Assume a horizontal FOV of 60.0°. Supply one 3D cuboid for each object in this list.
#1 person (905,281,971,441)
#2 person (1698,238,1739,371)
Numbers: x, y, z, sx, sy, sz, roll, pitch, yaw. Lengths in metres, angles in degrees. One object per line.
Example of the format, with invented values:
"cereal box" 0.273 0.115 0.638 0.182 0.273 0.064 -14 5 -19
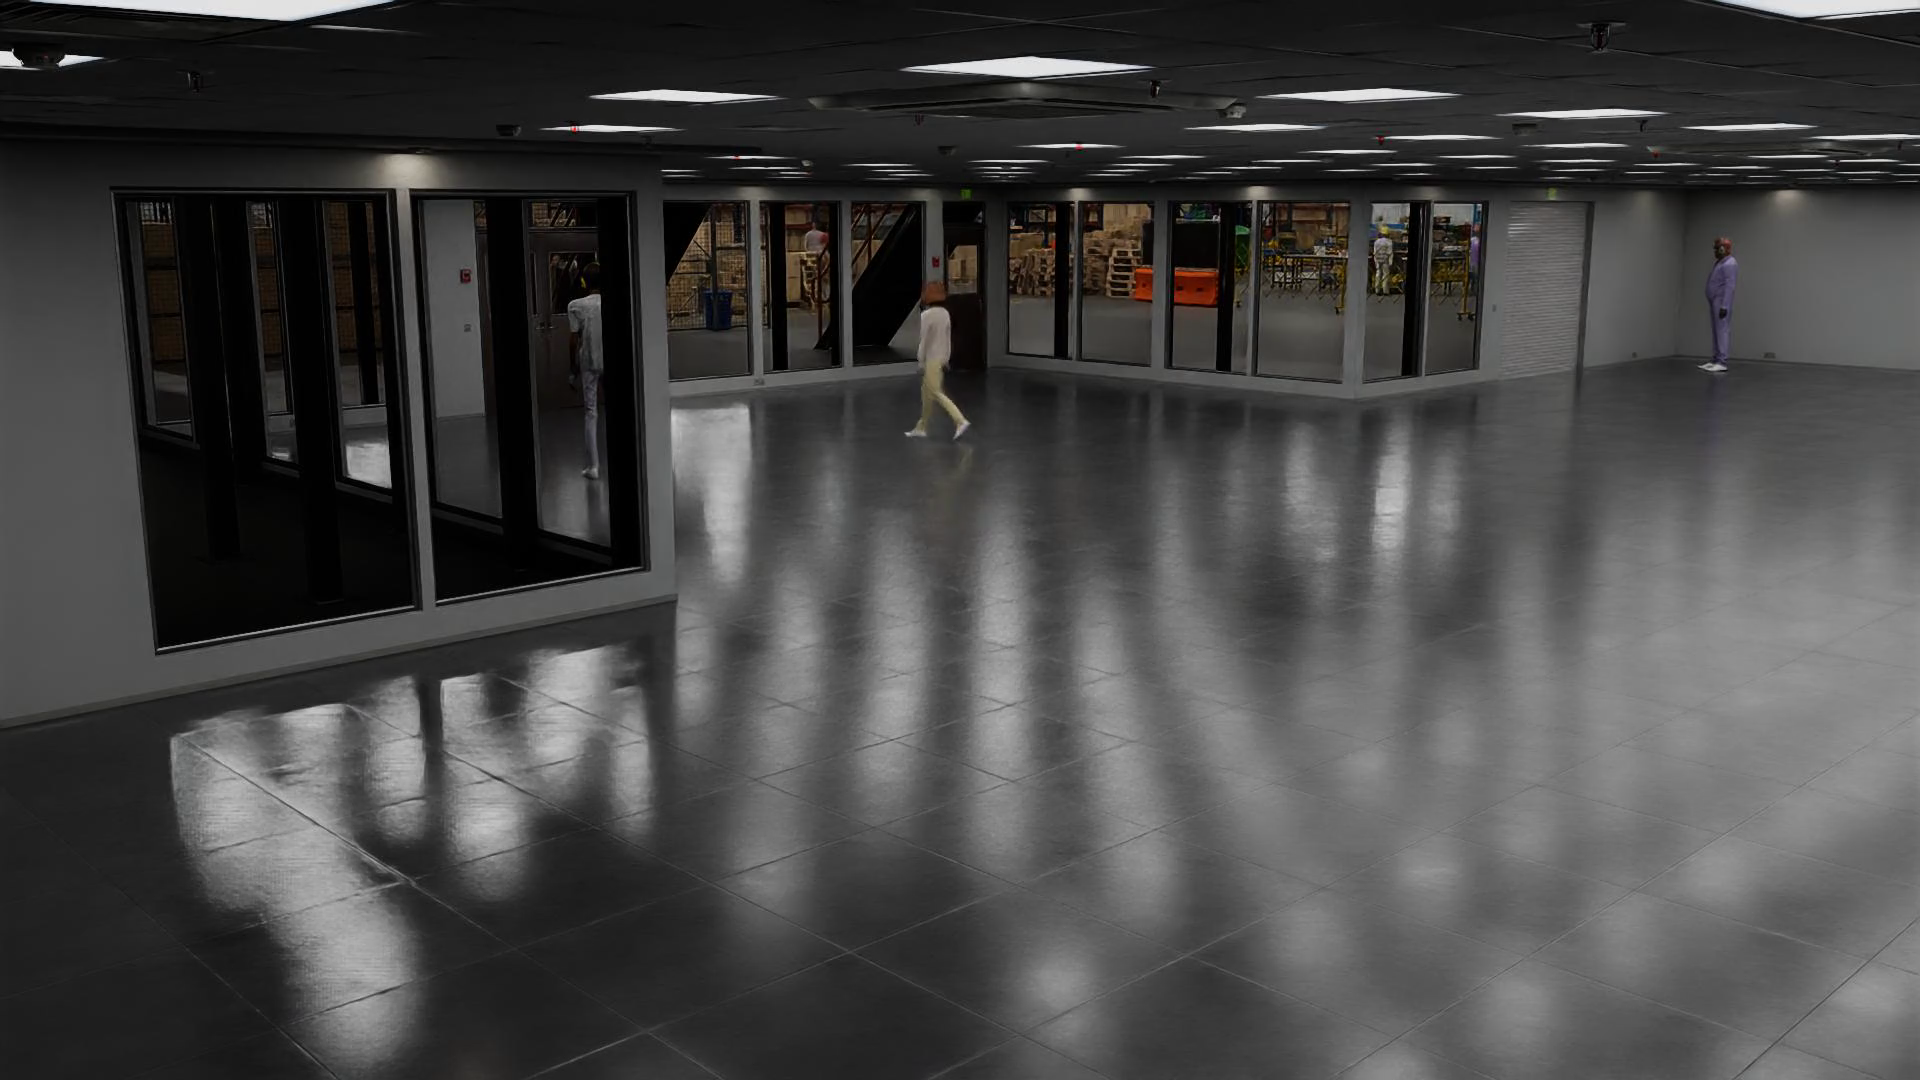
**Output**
"person" -0.221 -1.805 16.762 0.756 1.604 0.507 6 13 27
"person" 10.891 -3.372 23.872 0.403 1.904 0.637 2 12 12
